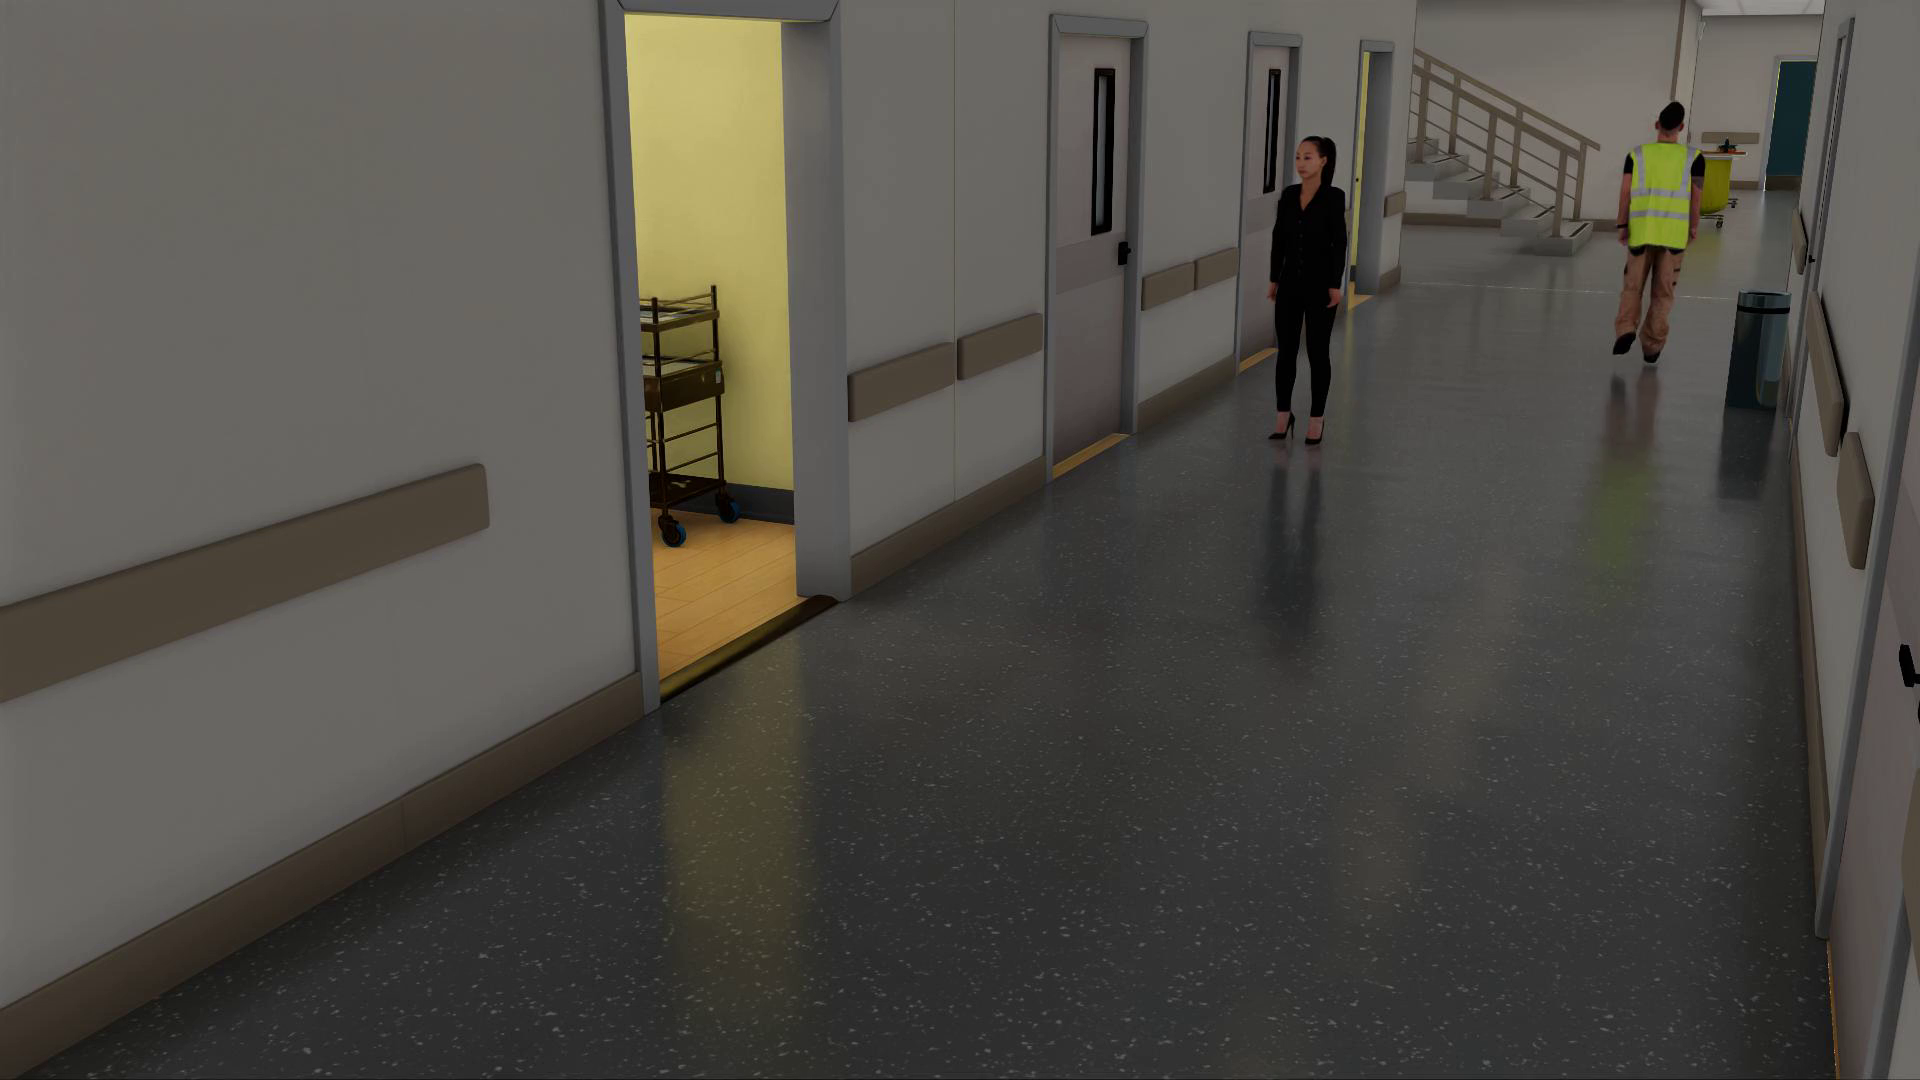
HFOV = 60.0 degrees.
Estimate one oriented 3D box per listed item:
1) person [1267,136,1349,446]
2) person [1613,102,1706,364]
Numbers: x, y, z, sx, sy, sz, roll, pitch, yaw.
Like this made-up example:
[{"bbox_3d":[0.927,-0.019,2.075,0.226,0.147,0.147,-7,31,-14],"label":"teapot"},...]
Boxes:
[{"bbox_3d":[1.931,-1.384,9.280,0.495,1.711,0.683,12,20,37],"label":"person"},{"bbox_3d":[4.936,-2.149,11.778,0.763,1.828,0.737,7,17,23],"label":"person"}]
